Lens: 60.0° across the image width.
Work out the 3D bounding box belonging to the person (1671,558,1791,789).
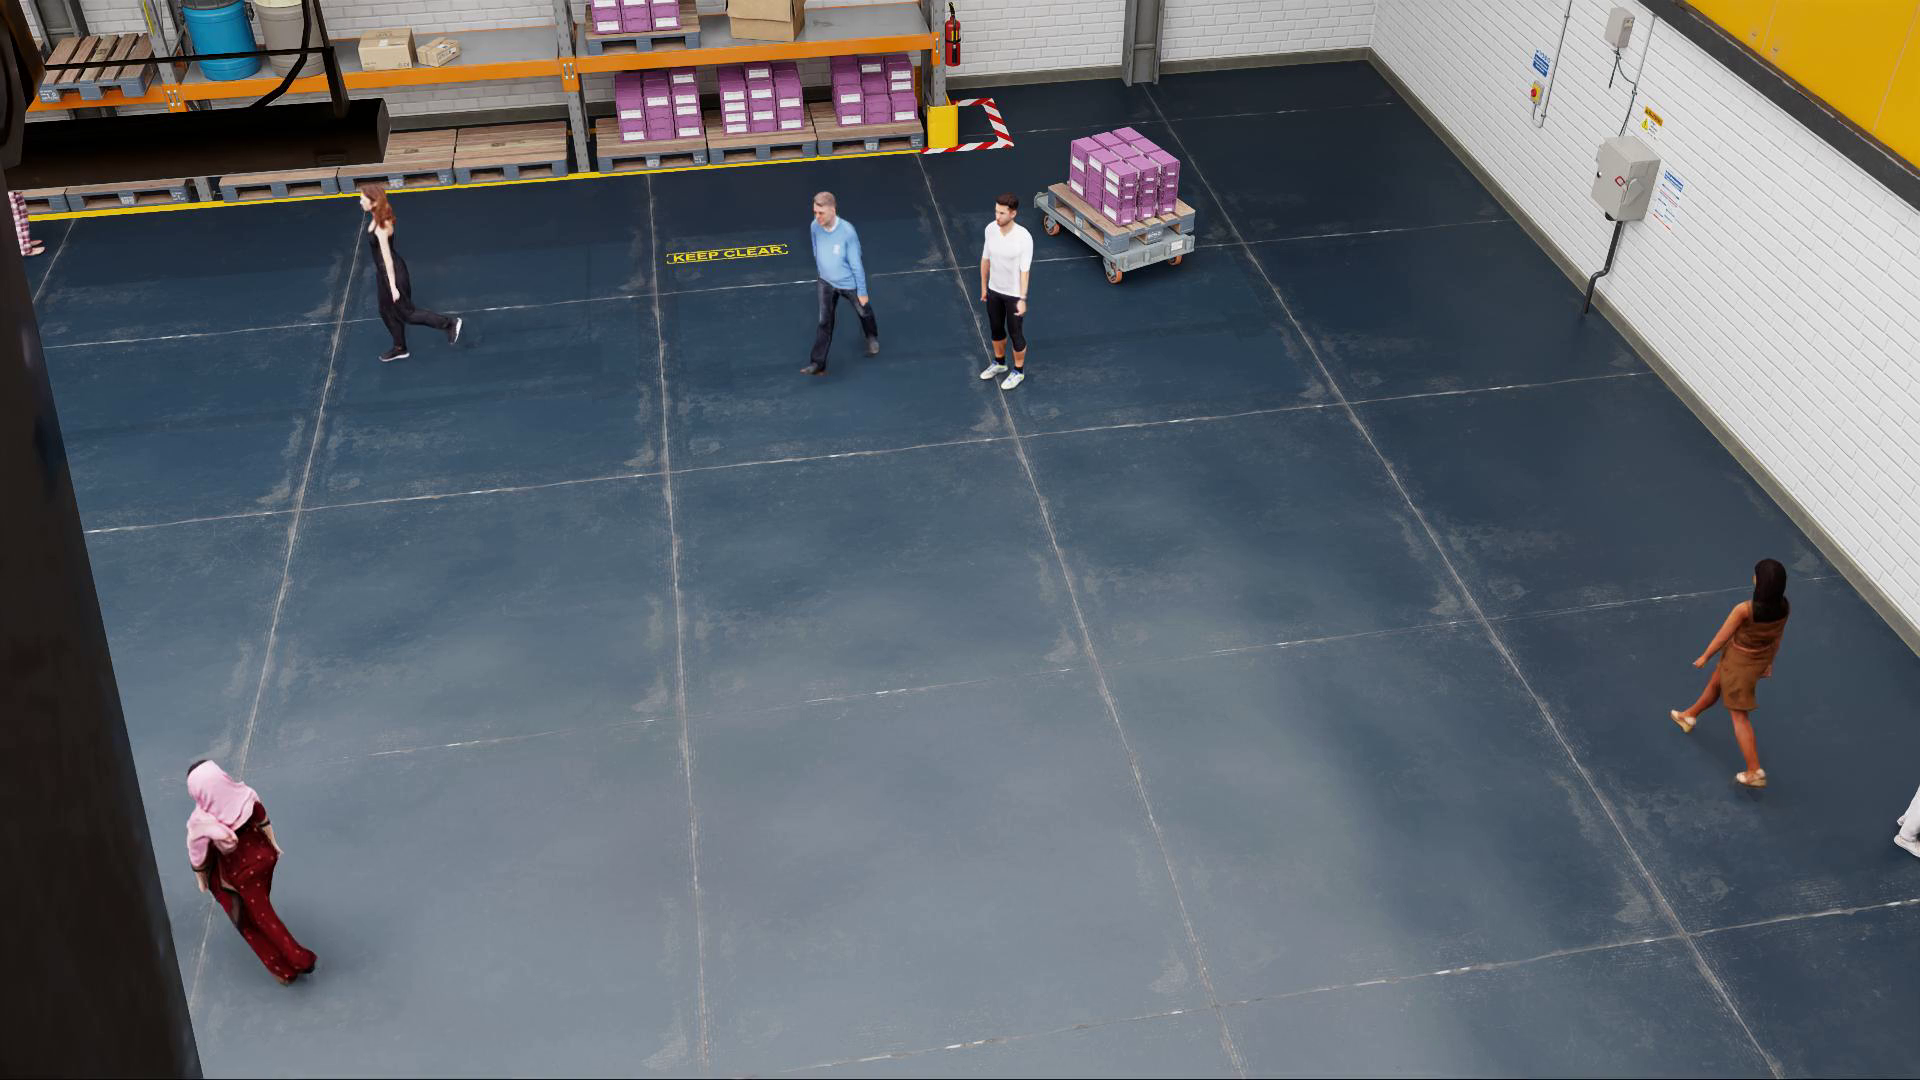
[{"bbox_3d":[5.167,0.907,10.861,1.073,1.641,0.817,-15,41,-18],"label":"person"}]

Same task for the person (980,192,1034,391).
[{"bbox_3d":[0.423,-2.201,14.586,0.736,1.848,0.793,25,45,27],"label":"person"}]

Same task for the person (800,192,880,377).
[{"bbox_3d":[-1.016,-2.339,14.852,1.308,1.733,1.272,14,41,17],"label":"person"}]

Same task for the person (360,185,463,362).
[{"bbox_3d":[-4.994,-2.401,14.933,1.072,1.730,0.775,-16,41,-20],"label":"person"}]

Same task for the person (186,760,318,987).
[{"bbox_3d":[-4.111,1.922,9.623,1.145,1.600,1.070,23,44,26],"label":"person"}]
